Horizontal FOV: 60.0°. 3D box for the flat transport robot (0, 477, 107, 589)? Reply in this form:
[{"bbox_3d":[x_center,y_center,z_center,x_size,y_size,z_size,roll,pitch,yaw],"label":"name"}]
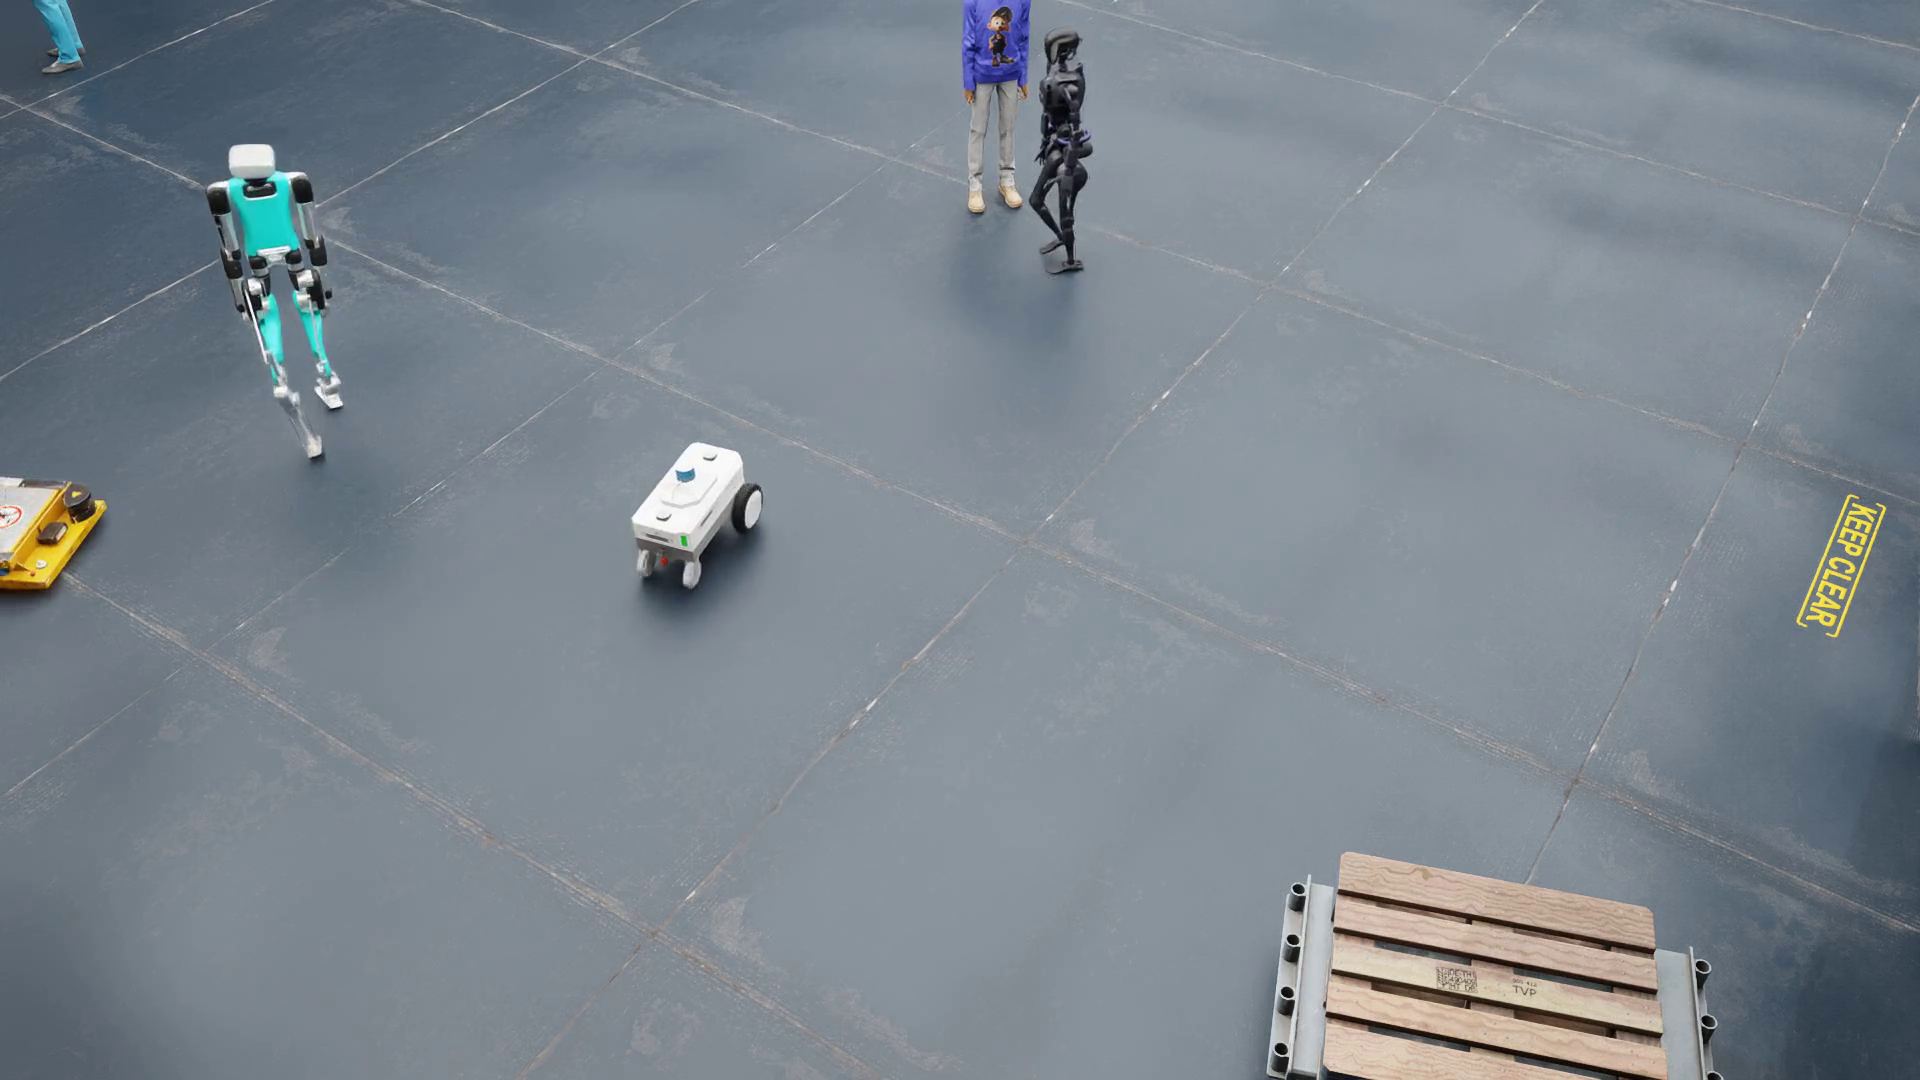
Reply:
[{"bbox_3d":[-5.397,-0.056,8.842,1.431,0.231,0.659,4,42,4],"label":"flat transport robot"}]

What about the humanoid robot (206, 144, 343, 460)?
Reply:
[{"bbox_3d":[-3.649,-1.241,9.087,0.570,1.783,0.896,-17,44,-18],"label":"humanoid robot"}]

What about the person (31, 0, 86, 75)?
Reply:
[{"bbox_3d":[-7.060,-4.459,12.586,0.374,1.843,0.569,-10,43,-11],"label":"person"}]

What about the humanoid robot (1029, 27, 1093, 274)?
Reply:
[{"bbox_3d":[0.647,-2.408,10.416,0.338,1.652,0.591,-11,43,-12],"label":"humanoid robot"}]

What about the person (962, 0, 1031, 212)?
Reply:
[{"bbox_3d":[0.240,-3.069,11.014,0.460,1.873,0.341,-10,43,-11],"label":"person"}]

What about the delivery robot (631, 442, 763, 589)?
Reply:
[{"bbox_3d":[-1.407,-0.177,8.775,0.499,0.611,0.792,14,44,15],"label":"delivery robot"}]
